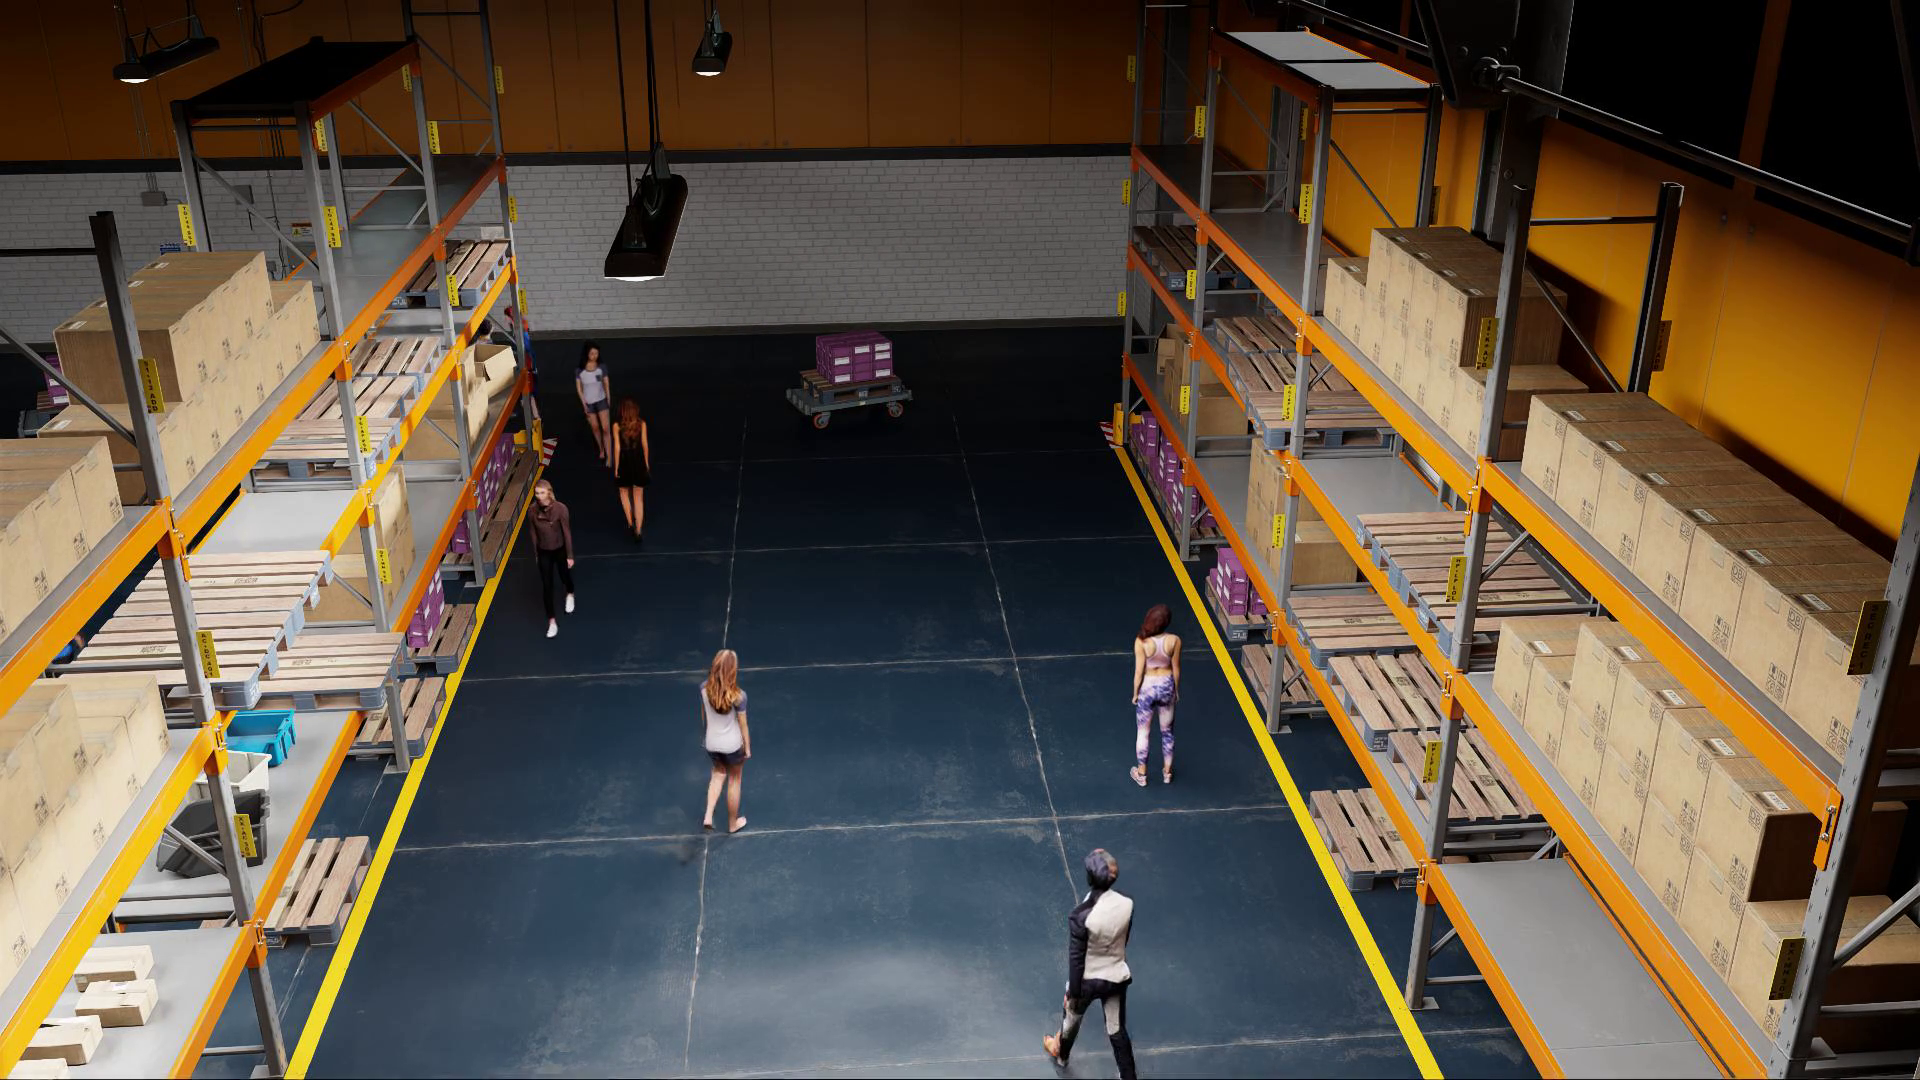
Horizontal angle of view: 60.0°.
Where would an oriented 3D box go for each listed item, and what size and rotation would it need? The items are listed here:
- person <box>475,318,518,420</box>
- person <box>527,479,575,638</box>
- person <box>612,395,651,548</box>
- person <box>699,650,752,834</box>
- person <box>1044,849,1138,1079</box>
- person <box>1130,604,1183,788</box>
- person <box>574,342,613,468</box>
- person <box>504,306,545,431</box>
[{"bbox_3d":[-6.696,-2.351,23.473,0.920,1.533,1.077,12,26,26],"label":"person"},{"bbox_3d":[-4.283,0.123,17.643,0.643,1.672,1.085,-1,24,-3],"label":"person"},{"bbox_3d":[-3.828,-0.780,19.524,0.689,1.819,0.757,-9,25,-20],"label":"person"},{"bbox_3d":[-2.009,1.738,13.888,0.777,1.719,0.850,10,26,22],"label":"person"},{"bbox_3d":[0.976,2.955,10.952,1.016,1.842,1.323,-12,26,-26],"label":"person"},{"bbox_3d":[1.738,1.357,14.701,0.589,1.766,0.531,-2,24,-6],"label":"person"},{"bbox_3d":[-4.872,-1.844,22.145,0.645,1.669,0.961,-4,24,-10],"label":"person"},{"bbox_3d":[-5.996,-2.380,23.217,0.869,1.792,0.780,-18,29,-36],"label":"person"}]
